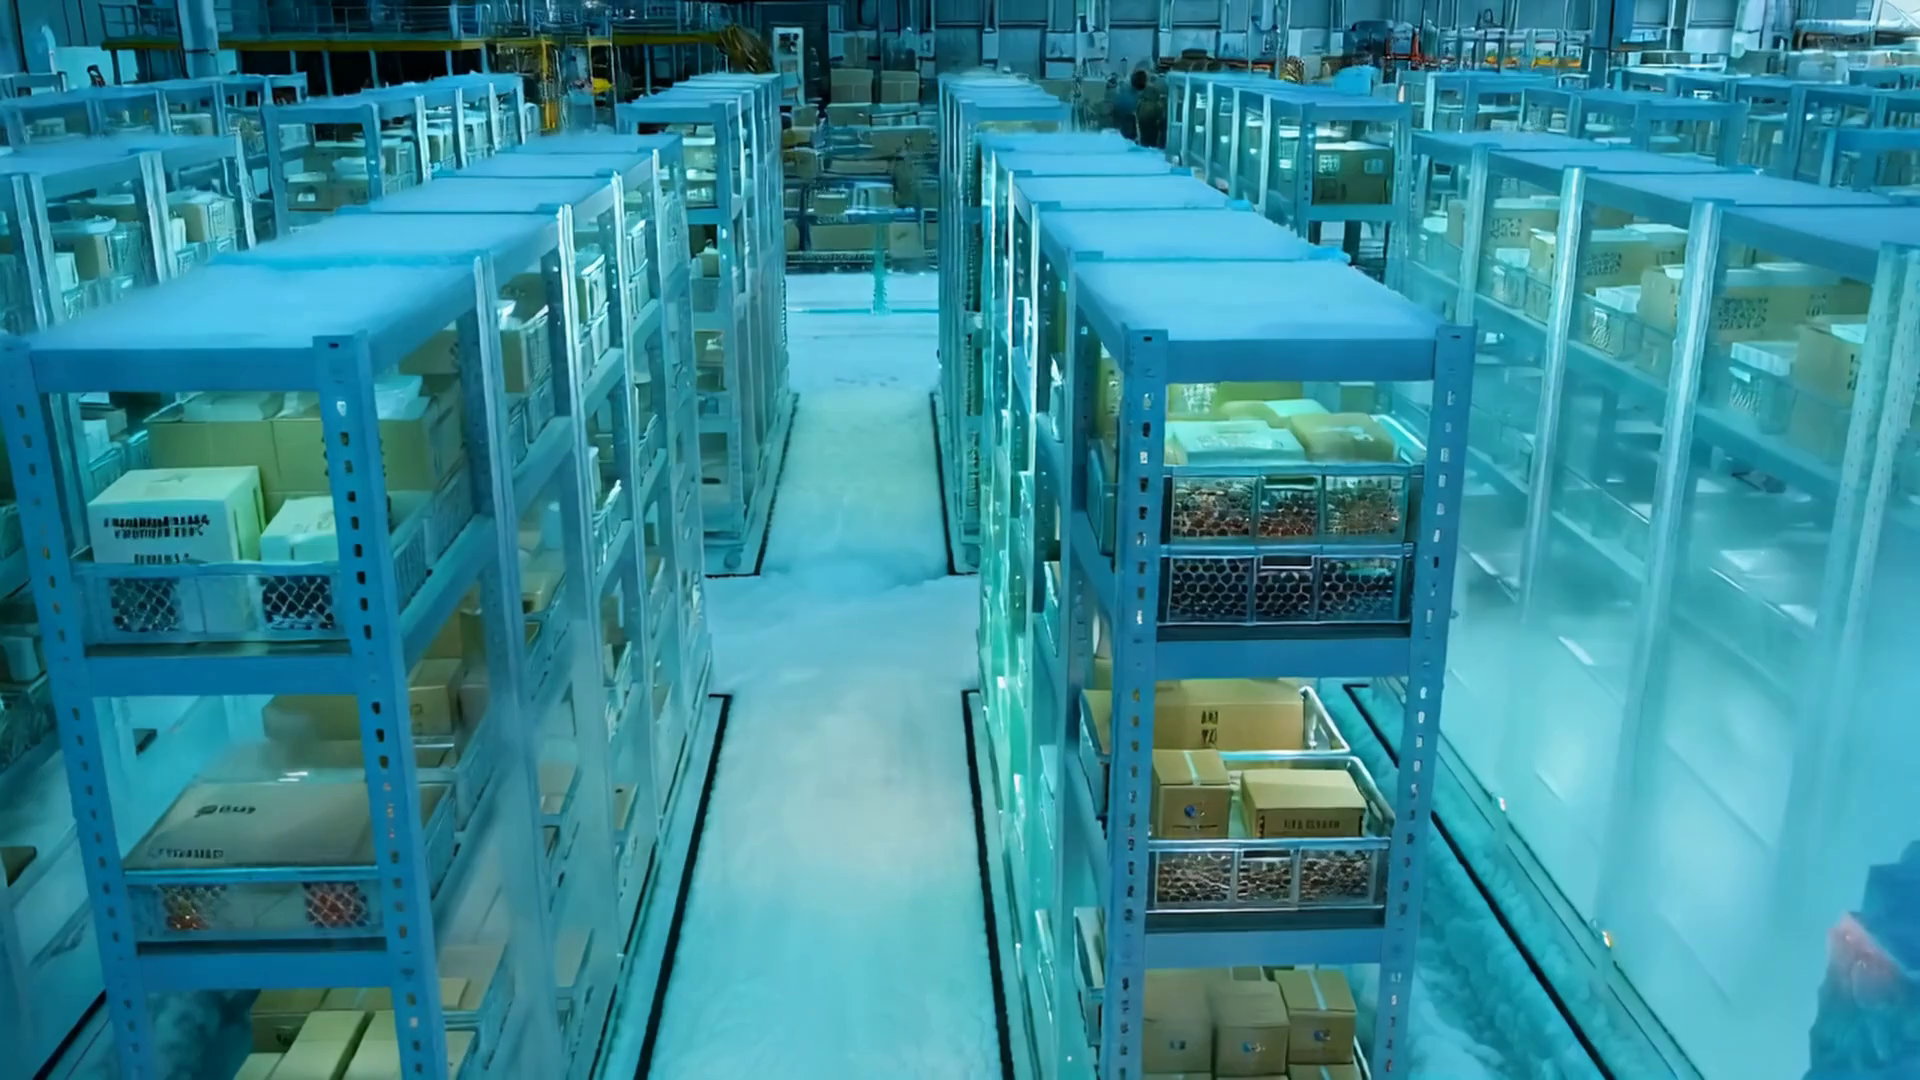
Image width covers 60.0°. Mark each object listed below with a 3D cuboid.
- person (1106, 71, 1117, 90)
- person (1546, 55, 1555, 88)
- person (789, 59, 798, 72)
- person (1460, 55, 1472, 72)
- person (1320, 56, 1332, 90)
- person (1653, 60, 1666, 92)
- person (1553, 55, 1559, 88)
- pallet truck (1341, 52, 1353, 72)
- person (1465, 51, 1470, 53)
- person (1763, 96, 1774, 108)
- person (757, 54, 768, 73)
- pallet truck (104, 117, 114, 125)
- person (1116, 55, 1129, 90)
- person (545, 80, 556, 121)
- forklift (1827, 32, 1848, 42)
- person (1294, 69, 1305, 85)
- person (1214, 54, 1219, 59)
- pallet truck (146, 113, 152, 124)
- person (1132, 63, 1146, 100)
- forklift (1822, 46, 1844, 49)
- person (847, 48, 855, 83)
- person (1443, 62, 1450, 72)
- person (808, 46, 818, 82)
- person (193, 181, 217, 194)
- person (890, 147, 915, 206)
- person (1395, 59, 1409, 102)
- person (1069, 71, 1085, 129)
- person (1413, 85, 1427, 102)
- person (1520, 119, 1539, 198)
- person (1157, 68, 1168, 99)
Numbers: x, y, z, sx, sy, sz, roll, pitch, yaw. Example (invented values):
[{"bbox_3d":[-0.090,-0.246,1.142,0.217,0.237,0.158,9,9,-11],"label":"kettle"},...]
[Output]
[{"bbox_3d":[5.682,-16.613,62.300,0.314,1.867,0.547,-16,24,-41],"label":"person"},{"bbox_3d":[28.668,-22.533,80.603,1.029,1.865,0.586,5,19,16],"label":"person"},{"bbox_3d":[-9.024,-25.791,90.584,0.550,1.937,0.357,-2,18,-7],"label":"person"},{"bbox_3d":[23.897,-21.933,78.676,0.391,1.920,0.593,-15,23,-38],"label":"person"},{"bbox_3d":[17.216,-21.722,78.029,0.662,1.914,0.663,-16,24,-40],"label":"person"},{"bbox_3d":[30.185,-19.736,71.812,0.386,1.956,0.610,-9,20,-25],"label":"person"},{"bbox_3d":[29.919,-23.425,83.488,0.931,1.797,0.530,11,21,31],"label":"person"},{"bbox_3d":[18.794,-23.123,82.231,0.823,1.965,1.885,-13,22,-35],"label":"pallet truck"},{"bbox_3d":[26.591,-24.735,87.389,0.544,1.886,0.937,-15,23,-39],"label":"person"},{"bbox_3d":[29.581,-16.132,60.884,0.849,1.836,0.516,-13,22,-36],"label":"person"},{"bbox_3d":[-10.053,-23.775,84.523,0.649,1.823,0.458,-8,20,-23],"label":"person"},{"bbox_3d":[-18.367,-7.885,35.078,1.885,1.965,0.823,1,18,2],"label":"pallet truck"},{"bbox_3d":[8.239,-23.467,83.615,0.931,1.806,0.637,0,18,0],"label":"person"},{"bbox_3d":[-15.479,-16.696,62.526,0.337,1.882,0.584,14,22,36],"label":"person"},{"bbox_3d":[46.023,-25.321,87.619,1.129,2.768,1.873,-1,18,-2],"label":"forklift"},{"bbox_3d":[12.212,-16.043,60.254,0.549,2.000,0.710,11,21,30],"label":"person"},{"bbox_3d":[13.506,-24.761,87.780,0.315,1.696,0.540,0,18,1],"label":"person"},{"bbox_3d":[-18.087,-8.309,36.390,1.885,1.965,0.823,-1,18,-4],"label":"pallet truck"},{"bbox_3d":[7.247,-18.276,67.288,0.628,1.968,0.643,9,20,27],"label":"person"},{"bbox_3d":[31.367,-16.356,59.879,1.129,2.768,1.873,-1,18,-2],"label":"forklift"},{"bbox_3d":[-6.100,-26.421,92.585,0.409,1.912,0.585,-11,21,-29],"label":"person"},{"bbox_3d":[21.908,-20.685,75.094,0.320,1.742,0.492,7,19,20],"label":"person"},{"bbox_3d":[-8.286,-26.916,94.046,0.614,1.947,0.389,-16,24,-41],"label":"person"},{"bbox_3d":[-11.917,-4.955,26.345,0.779,1.784,0.613,7,19,20],"label":"person"},{"bbox_3d":[-1.082,-6.372,30.775,0.406,1.755,0.540,-11,21,-30],"label":"person"},{"bbox_3d":[19.916,-20.729,75.000,0.639,1.894,1.014,-7,19,-21],"label":"person"},{"bbox_3d":[4.158,-15.478,58.558,0.633,2.002,0.841,-5,18,-14],"label":"person"},{"bbox_3d":[16.250,-15.567,58.944,0.552,1.936,0.358,-11,21,-30],"label":"person"},{"bbox_3d":[13.054,-8.631,37.748,0.406,1.787,0.718,-9,20,-25],"label":"person"},{"bbox_3d":[8.390,-18.594,68.661,0.532,1.708,0.910,-1,18,-2],"label":"person"}]
